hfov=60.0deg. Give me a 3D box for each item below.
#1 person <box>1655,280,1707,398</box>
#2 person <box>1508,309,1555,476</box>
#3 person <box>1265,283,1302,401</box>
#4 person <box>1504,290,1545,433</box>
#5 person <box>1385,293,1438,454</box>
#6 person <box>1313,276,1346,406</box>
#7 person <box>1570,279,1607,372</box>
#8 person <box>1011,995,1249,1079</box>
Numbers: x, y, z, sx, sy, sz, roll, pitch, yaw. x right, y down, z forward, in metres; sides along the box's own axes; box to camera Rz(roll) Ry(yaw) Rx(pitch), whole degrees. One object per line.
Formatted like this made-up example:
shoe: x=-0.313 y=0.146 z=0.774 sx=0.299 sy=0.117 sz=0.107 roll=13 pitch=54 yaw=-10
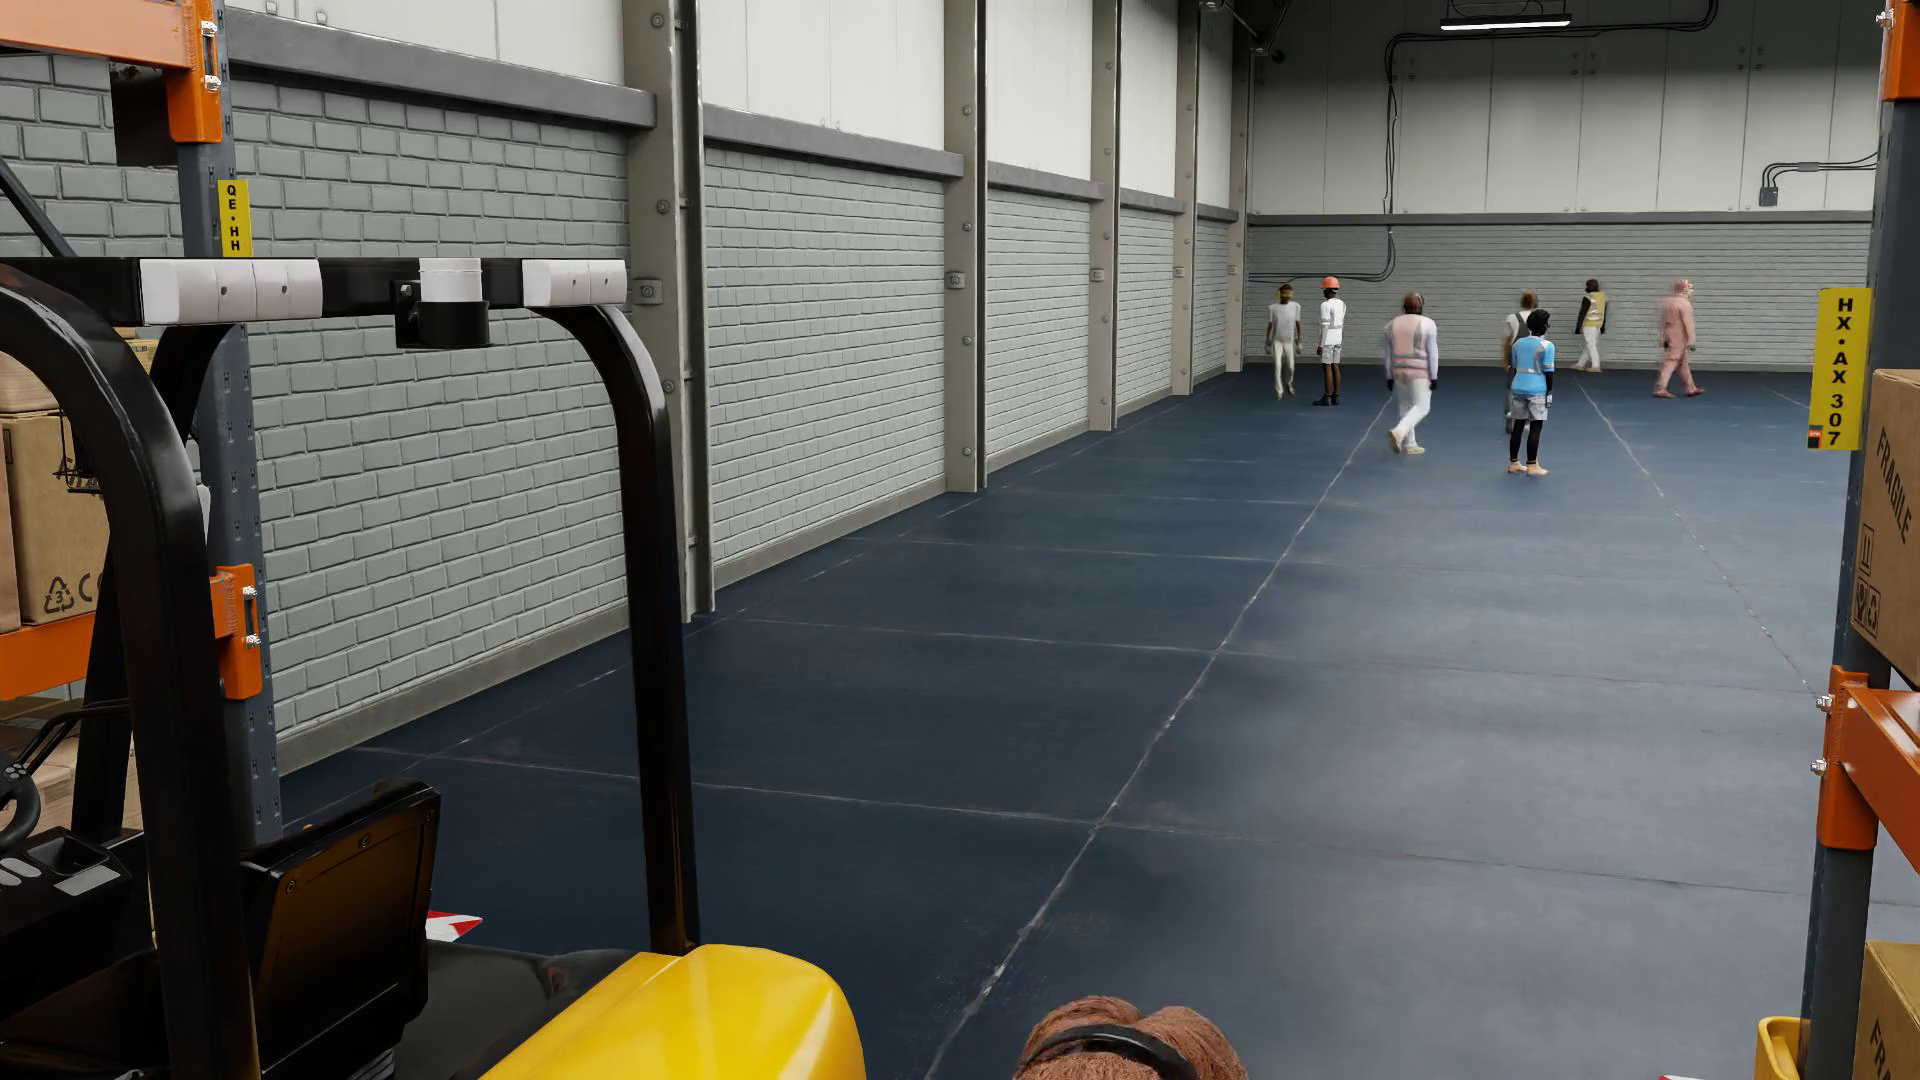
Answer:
person: x=11.502 y=-3.170 z=26.330 sx=0.952 sy=1.860 sz=0.668 roll=0 pitch=10 yaw=0
person: x=5.807 y=-1.494 z=16.884 sx=0.321 sy=1.689 sz=0.529 roll=-5 pitch=11 yaw=-29
person: x=5.055 y=-3.095 z=25.970 sx=0.562 sy=1.837 sz=0.637 roll=1 pitch=10 yaw=8
person: x=7.131 y=-2.255 z=21.056 sx=0.515 sy=1.816 sz=0.862 roll=4 pitch=10 yaw=23
person: x=4.995 y=-1.833 z=18.490 sx=0.696 sy=1.826 sz=0.637 roll=-7 pitch=12 yaw=-38
person: x=5.543 y=-2.978 z=24.983 sx=0.355 sy=1.939 sz=0.543 roll=9 pitch=13 yaw=43
person: x=12.338 y=-4.203 z=32.666 sx=0.651 sy=1.807 sz=0.792 roll=-7 pitch=12 yaw=-34
person: x=0.107 y=1.158 z=1.273 sx=0.523 sy=1.621 sz=0.614 roll=4 pitch=10 yaw=23
